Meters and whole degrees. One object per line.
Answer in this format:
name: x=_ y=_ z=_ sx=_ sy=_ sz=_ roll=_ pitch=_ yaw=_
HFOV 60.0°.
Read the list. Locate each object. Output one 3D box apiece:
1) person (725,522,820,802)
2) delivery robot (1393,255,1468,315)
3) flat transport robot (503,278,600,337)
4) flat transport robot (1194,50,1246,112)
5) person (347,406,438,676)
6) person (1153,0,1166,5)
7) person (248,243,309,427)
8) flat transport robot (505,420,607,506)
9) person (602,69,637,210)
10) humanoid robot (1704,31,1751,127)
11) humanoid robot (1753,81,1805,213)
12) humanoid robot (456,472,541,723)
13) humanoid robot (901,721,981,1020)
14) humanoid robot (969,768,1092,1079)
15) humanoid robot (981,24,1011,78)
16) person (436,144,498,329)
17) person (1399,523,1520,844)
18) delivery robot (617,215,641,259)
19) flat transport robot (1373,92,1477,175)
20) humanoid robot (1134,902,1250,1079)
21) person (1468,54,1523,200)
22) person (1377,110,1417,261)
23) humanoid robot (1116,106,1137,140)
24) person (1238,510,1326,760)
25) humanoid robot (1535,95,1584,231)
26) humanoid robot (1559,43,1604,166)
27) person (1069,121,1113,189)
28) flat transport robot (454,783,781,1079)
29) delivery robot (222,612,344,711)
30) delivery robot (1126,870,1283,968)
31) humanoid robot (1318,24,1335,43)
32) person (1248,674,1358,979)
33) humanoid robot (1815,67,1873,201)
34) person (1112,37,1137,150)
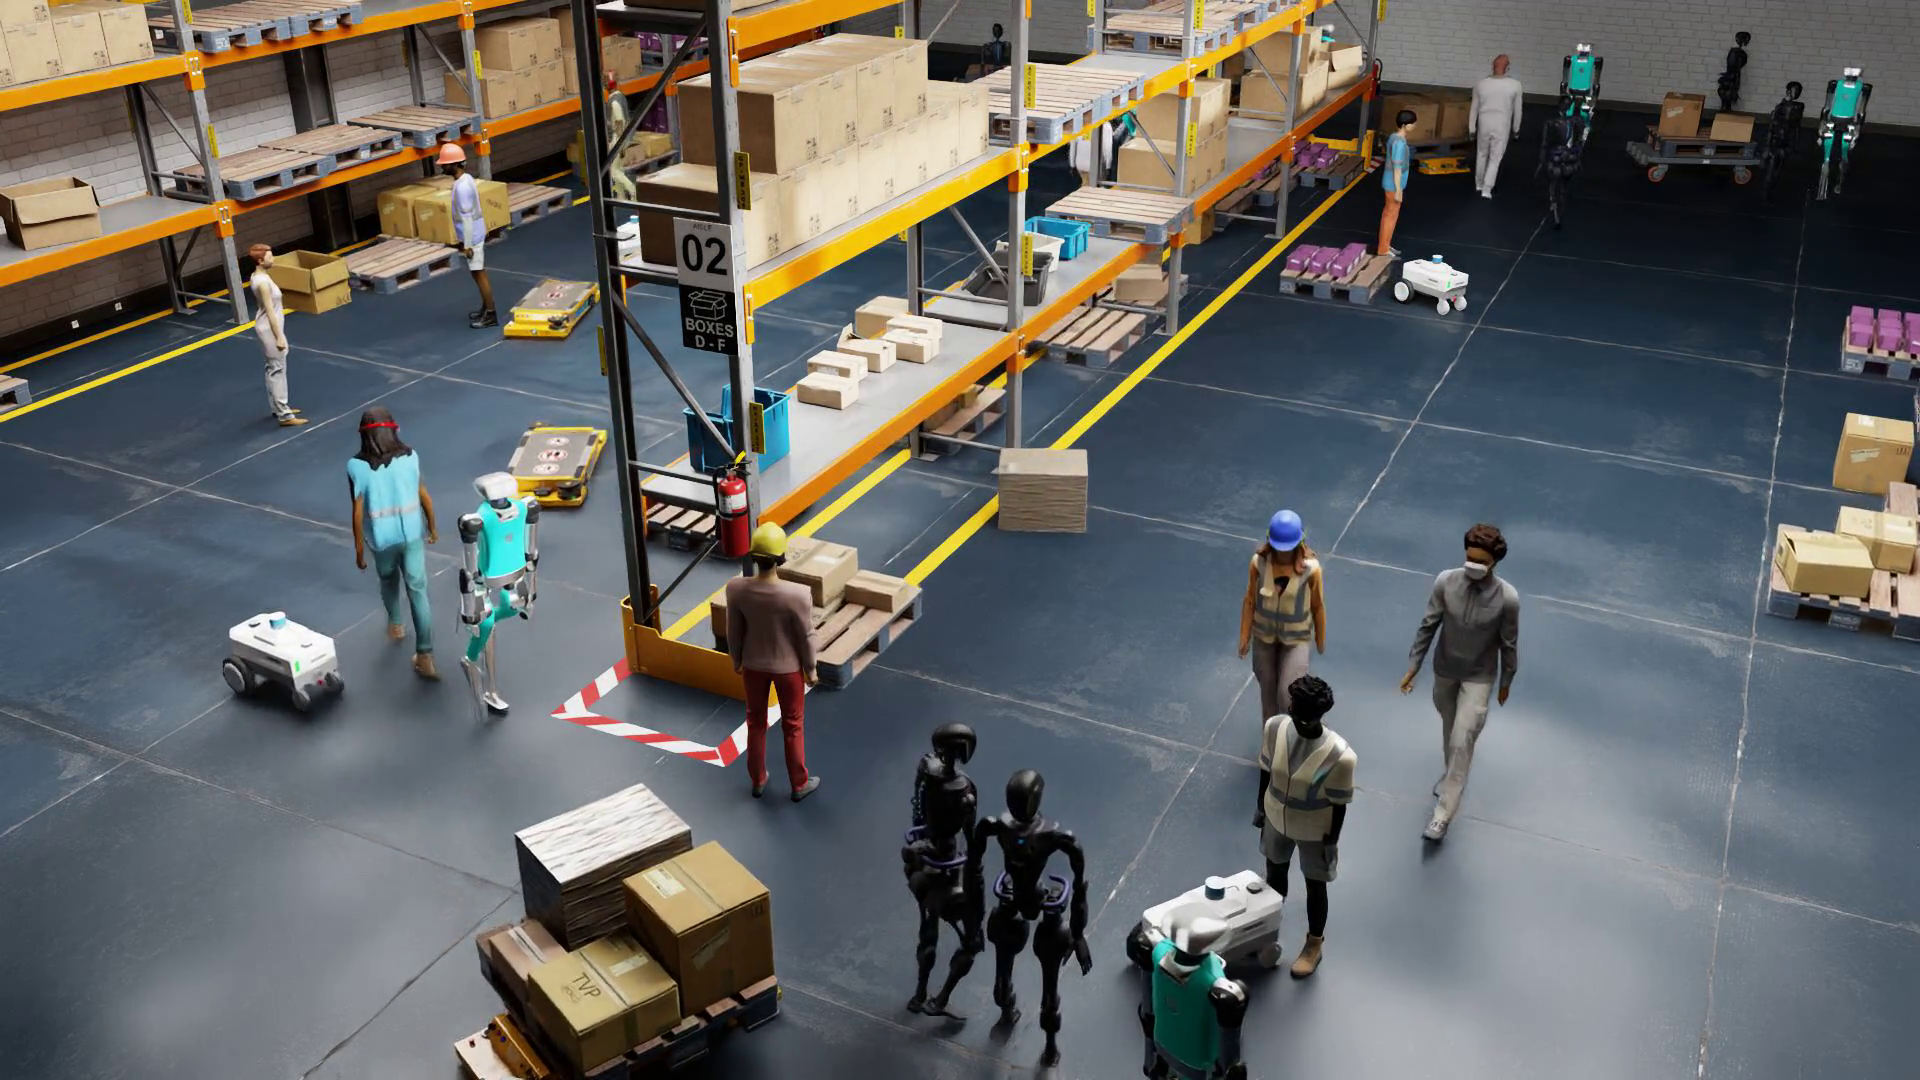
person: x=-1.076 y=0.713 z=9.653 sx=0.534 sy=1.765 sz=0.320 roll=6 pitch=27 yaw=12
delivery robot: x=5.153 y=-2.803 z=18.135 sx=0.499 sy=0.611 sz=0.809 roll=-16 pitch=31 yaw=-29
flat transport robot: x=-4.342 y=-2.492 z=17.812 sx=0.659 sy=0.231 sz=1.431 roll=2 pitch=26 yaw=5
flat transport robot: x=4.074 y=-7.297 z=27.517 sx=1.431 sy=0.231 sz=0.659 roll=21 pitch=33 yaw=36
person: x=-3.770 y=-0.019 z=11.099 sx=0.537 sy=1.825 sz=0.949 roll=-8 pitch=28 yaw=-17
person: x=3.513 y=-8.762 z=28.627 sx=0.462 sy=1.911 sz=0.593 roll=20 pitch=33 yaw=35
person: x=-6.163 y=-1.846 z=14.935 sx=0.283 sy=1.659 sz=0.443 roll=-14 pitch=30 yaw=-27
flat transport robot: x=-3.434 y=-0.652 z=14.095 sx=0.659 sy=0.231 sz=1.431 roll=-1 pitch=26 yaw=-2
person: x=-4.399 y=-5.120 z=21.358 sx=0.459 sy=1.827 sz=0.576 roll=-4 pitch=27 yaw=-8
humanoid robot: x=11.489 y=-6.817 z=24.990 sx=0.670 sy=1.636 sz=0.605 roll=3 pitch=27 yaw=7
humanoid robot: x=10.579 y=-5.085 z=21.457 sx=0.602 sy=1.655 sz=0.357 roll=-11 pitch=28 yaw=-20
humanoid robot: x=-2.980 y=0.384 z=10.461 sx=0.804 sy=1.862 sz=0.553 roll=23 pitch=34 yaw=38
humanoid robot: x=-0.102 y=1.592 z=7.989 sx=0.364 sy=1.646 sz=0.611 roll=-14 pitch=30 yaw=-27
humanoid robot: x=0.332 y=1.748 z=7.666 sx=0.608 sy=1.655 sz=0.348 roll=8 pitch=28 yaw=16
humanoid robot: x=0.595 y=-6.989 z=25.315 sx=0.606 sy=1.648 sz=0.463 roll=2 pitch=26 yaw=3
person: x=-5.140 y=-3.165 z=17.317 sx=0.413 sy=1.925 sz=0.555 roll=-7 pitch=27 yaw=-14
person: x=2.802 y=0.783 z=9.410 sx=0.542 sy=1.858 sz=0.944 roll=20 pitch=32 yaw=34
delivery robot: x=-3.800 y=-3.514 z=19.546 sx=0.777 sy=0.587 sz=0.499 roll=-17 pitch=31 yaw=-31
flat transport robot: x=6.692 y=-5.505 z=23.897 sx=0.659 sy=0.231 sz=1.431 roll=-6 pitch=27 yaw=-12
humanoid robot: x=1.076 y=2.215 z=6.778 sx=0.732 sy=1.907 sz=0.552 roll=-19 pitch=32 yaw=-34
person: x=7.079 y=-5.468 z=22.041 sx=0.652 sy=1.880 sz=0.870 roll=13 pitch=29 yaw=25
person: x=5.114 y=-4.159 z=19.502 sx=0.332 sy=1.759 sz=0.498 roll=4 pitch=27 yaw=7
humanoid robot: x=2.592 y=-6.090 z=23.456 sx=0.537 sy=1.769 sz=0.966 roll=20 pitch=33 yaw=34
person: x=1.909 y=0.601 z=9.899 sx=0.479 sy=1.752 sz=0.411 roll=13 pitch=29 yaw=24
humanoid robot: x=7.537 y=-4.703 z=20.744 sx=0.598 sy=1.640 sz=0.667 roll=-3 pitch=27 yaw=-7
humanoid robot: x=8.796 y=-6.173 z=23.634 sx=0.538 sy=1.814 sz=0.766 roll=12 pitch=29 yaw=24
person: x=1.596 y=-4.638 z=20.482 sx=0.560 sy=1.729 sz=0.598 roll=16 pitch=31 yaw=30
flat transport robot: x=-1.656 y=2.314 z=8.103 sx=1.431 sy=0.231 sz=0.659 roll=-19 pitch=32 yaw=-34
delivery robot: x=-4.453 y=0.758 z=10.936 sx=0.799 sy=0.605 sz=0.499 roll=15 pitch=30 yaw=28
delivery robot: x=1.272 y=1.972 z=8.445 sx=0.753 sy=0.570 sz=0.499 roll=-14 pitch=30 yaw=-27
humanoid robot: x=5.186 y=-6.790 z=24.883 sx=0.702 sy=1.825 sz=0.530 roll=13 pitch=29 yaw=24
person: x=1.700 y=1.412 z=8.319 sx=0.533 sy=1.693 sz=0.320 roll=23 pitch=34 yaw=38
humanoid robot: x=11.714 y=-5.392 z=22.090 sx=0.534 sy=1.828 sz=0.880 roll=18 pitch=31 yaw=32
person: x=2.469 y=-6.564 z=24.298 sx=0.468 sy=1.813 sz=0.524 roll=0 pitch=26 yaw=0
